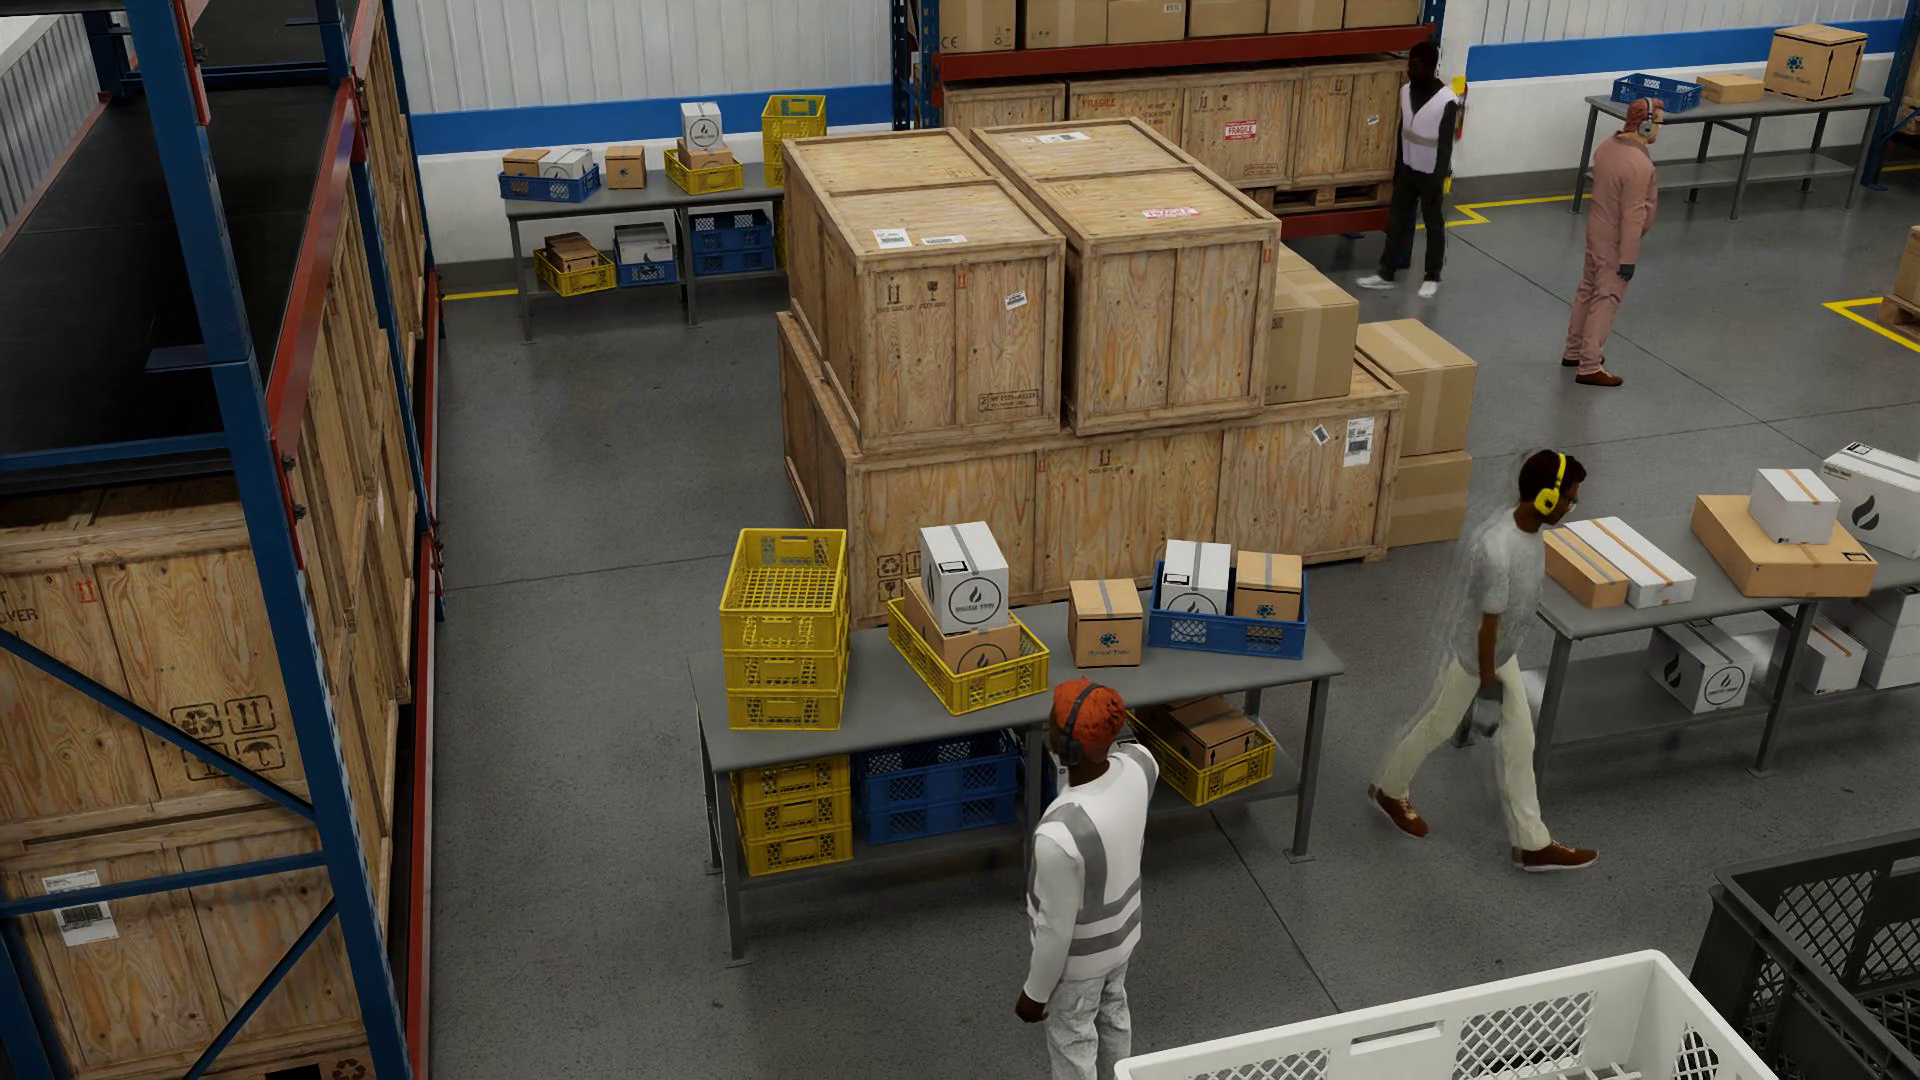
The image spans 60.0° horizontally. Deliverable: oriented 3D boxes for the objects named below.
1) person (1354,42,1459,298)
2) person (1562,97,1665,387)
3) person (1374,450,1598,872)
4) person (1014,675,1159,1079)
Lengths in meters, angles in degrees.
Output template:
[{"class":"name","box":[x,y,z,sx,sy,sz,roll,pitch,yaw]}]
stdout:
[{"class":"person","box":[3.419,-2.744,12.415,0.623,1.890,0.594,-14,32,-24]},{"class":"person","box":[4.345,-1.966,10.985,0.401,1.899,0.645,0,29,-1]},{"class":"person","box":[2.158,0.501,6.597,0.962,1.801,0.597,23,36,35]},{"class":"person","box":[0.373,1.240,5.180,0.356,1.882,0.572,18,33,29]}]
